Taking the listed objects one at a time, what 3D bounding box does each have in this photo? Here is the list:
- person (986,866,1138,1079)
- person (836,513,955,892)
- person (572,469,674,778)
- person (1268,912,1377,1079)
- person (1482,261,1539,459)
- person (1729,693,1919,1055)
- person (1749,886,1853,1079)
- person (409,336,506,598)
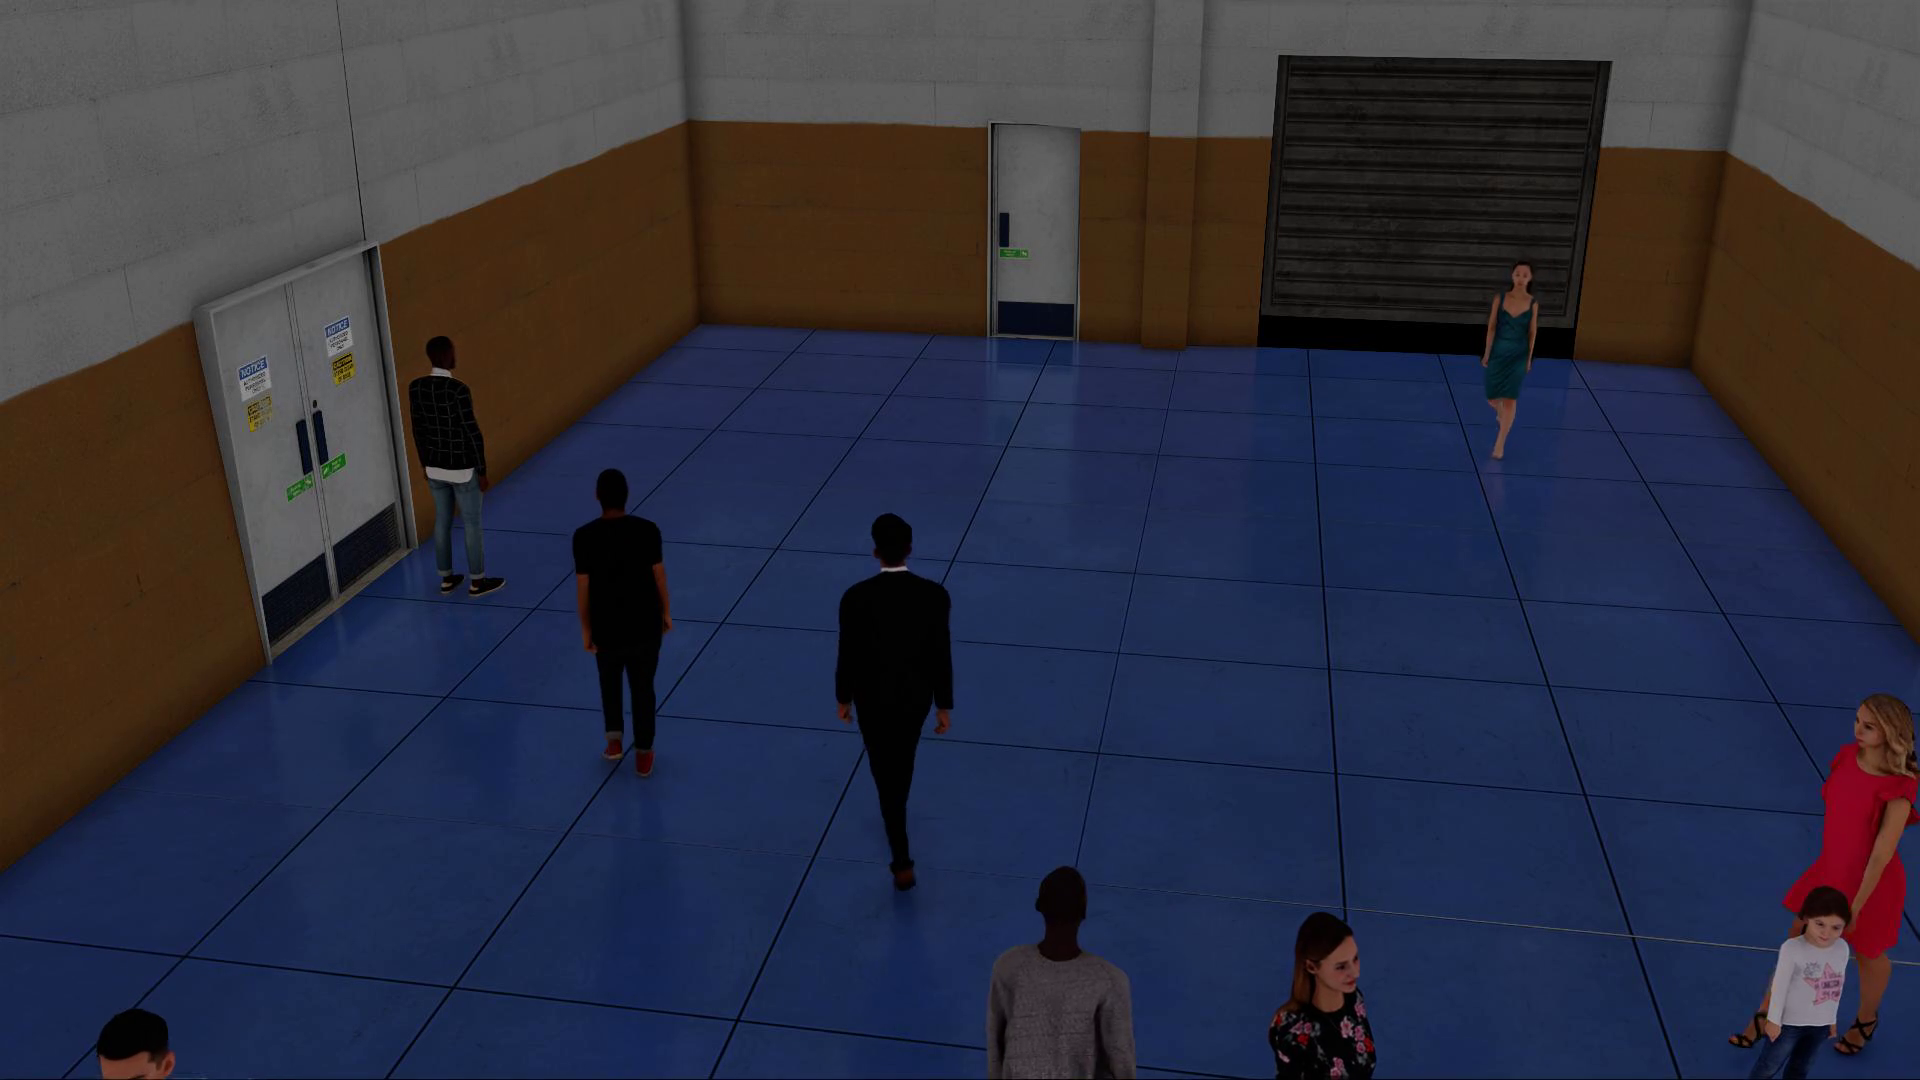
[{"bbox_3d":[0.296,1.919,5.449,1.117,1.736,0.851,8,23,19],"label":"person"},{"bbox_3d":[-0.311,0.816,8.049,1.244,1.843,1.063,-4,22,-10],"label":"person"},{"bbox_3d":[-1.805,0.491,8.987,0.641,1.747,0.774,-2,22,-6],"label":"person"},{"bbox_3d":[1.129,1.951,5.441,0.653,1.682,0.685,-20,29,-40],"label":"person"},{"bbox_3d":[4.673,-1.547,14.162,0.852,1.670,0.764,10,24,23],"label":"person"},{"bbox_3d":[3.752,1.389,6.814,0.983,1.701,0.805,-7,23,-16],"label":"person"},{"bbox_3d":[3.286,1.835,6.494,0.473,1.113,0.564,-3,22,-8],"label":"person"},{"bbox_3d":[-3.474,-0.497,11.347,0.536,1.821,0.752,7,23,17],"label":"person"}]
